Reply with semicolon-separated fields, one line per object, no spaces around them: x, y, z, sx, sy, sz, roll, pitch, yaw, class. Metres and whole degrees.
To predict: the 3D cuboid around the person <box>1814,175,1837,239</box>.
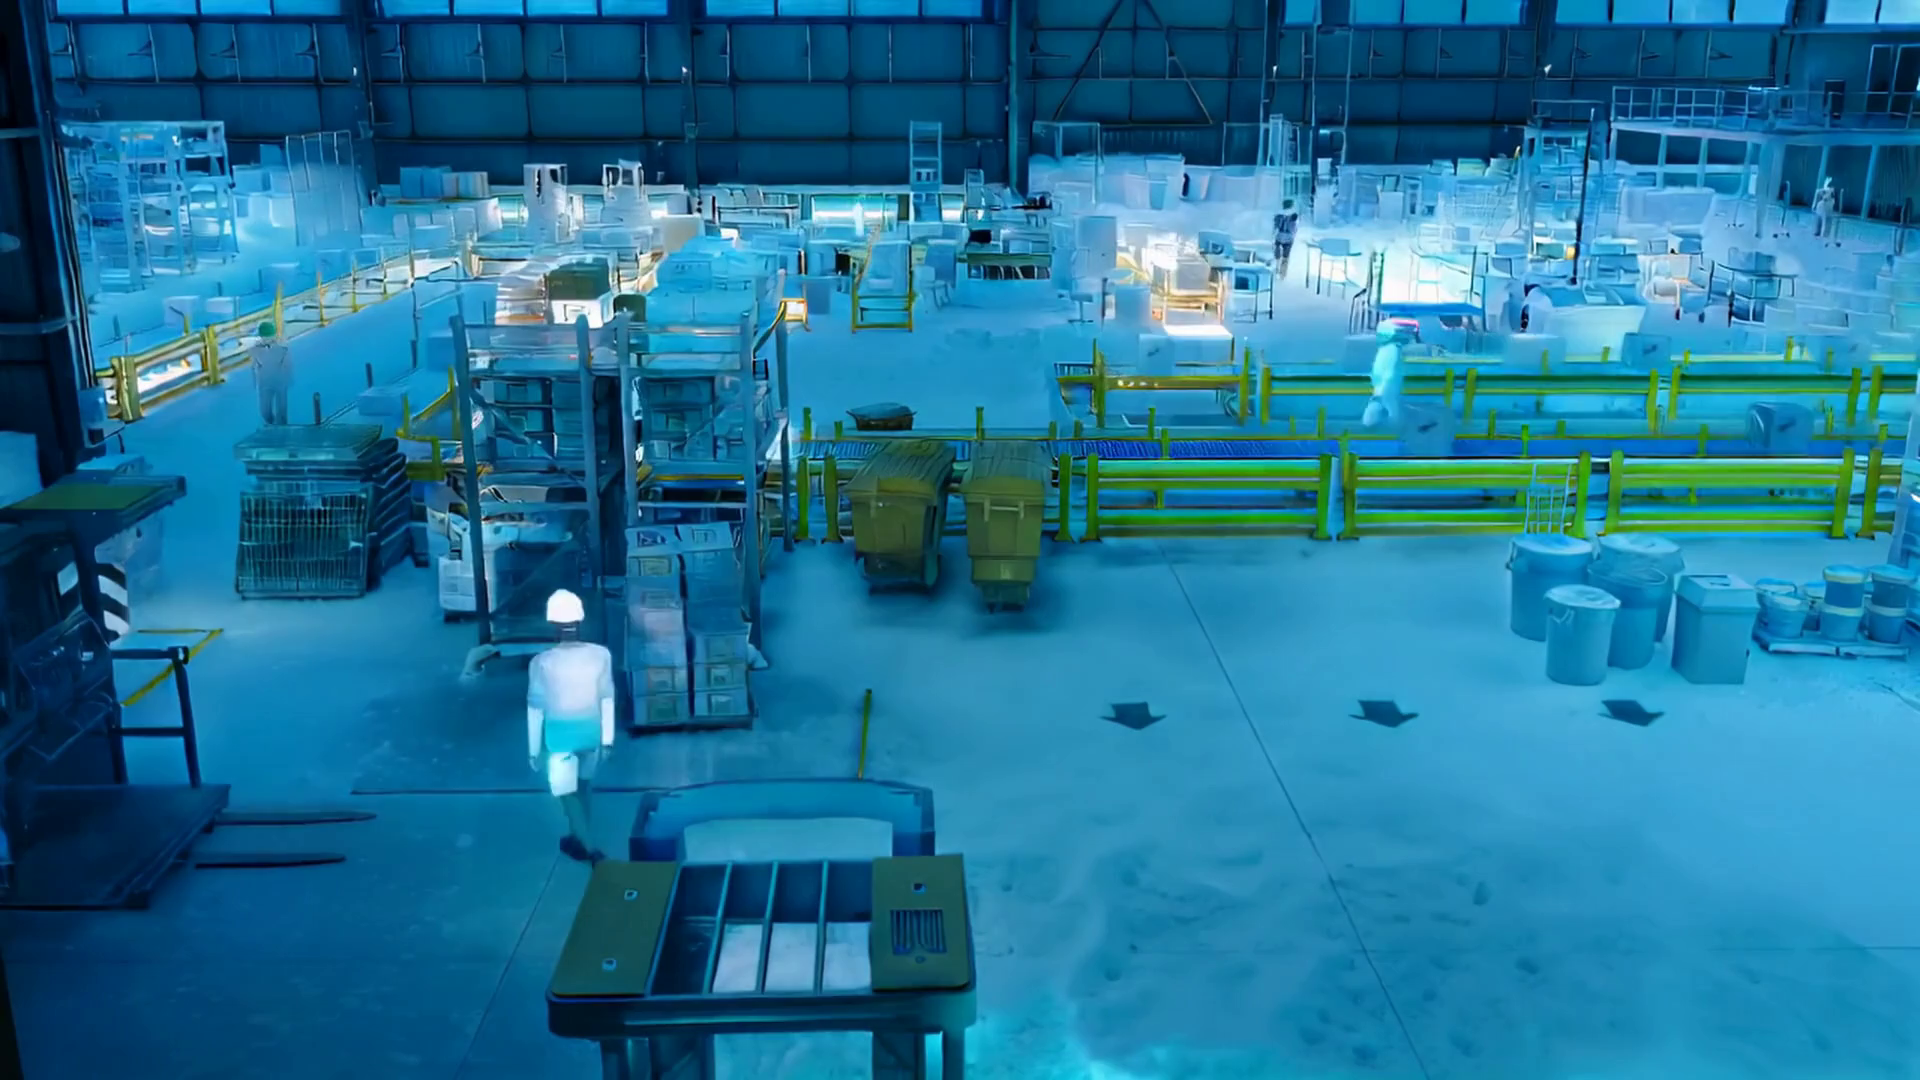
25.480;-9.791;48.956;0.514;1.842;0.328;2;16;9;person

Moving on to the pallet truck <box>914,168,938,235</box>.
-0.989;-10.316;50.507;0.823;1.965;1.885;1;16;3;pallet truck

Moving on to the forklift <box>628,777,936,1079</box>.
-0.542;2.165;5.552;1.129;2.768;1.873;-1;16;-2;forklift

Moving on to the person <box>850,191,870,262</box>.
-2.544;-7.970;42.527;0.485;1.892;0.669;-2;16;-7;person

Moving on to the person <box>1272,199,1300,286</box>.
7.531;-6.881;38.522;0.605;2.018;0.467;5;17;18;person

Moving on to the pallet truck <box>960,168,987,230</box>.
0.383;-10.230;50.206;0.823;1.965;1.885;-1;16;-3;pallet truck

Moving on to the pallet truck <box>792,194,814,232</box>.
-4.814;-9.883;50.259;0.704;1.261;1.522;-1;16;-3;pallet truck

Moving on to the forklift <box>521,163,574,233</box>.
-12.233;-10.122;49.298;1.157;1.987;2.680;0;16;-1;forklift

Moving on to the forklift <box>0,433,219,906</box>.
-5.952;0.780;10.366;1.873;2.768;1.129;0;16;-1;forklift

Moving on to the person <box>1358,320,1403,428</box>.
5.563;-2.012;22.021;0.931;1.780;0.613;1;16;3;person

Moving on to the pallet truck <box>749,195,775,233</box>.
-6.051;-9.967;50.660;0.680;1.201;1.601;0;16;-1;pallet truck

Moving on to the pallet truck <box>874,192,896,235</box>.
-2.277;-9.986;50.594;0.653;1.274;1.630;0;16;-1;pallet truck

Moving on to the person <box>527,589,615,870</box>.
-2.406;1.253;10.469;0.555;1.909;0.886;-12;20;-35;person

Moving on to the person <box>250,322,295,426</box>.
-9.107;-2.017;22.074;0.544;1.754;0.364;-3;16;-11;person

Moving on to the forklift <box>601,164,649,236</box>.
-9.948;-10.127;49.296;1.157;1.987;2.680;-1;16;-3;forklift
